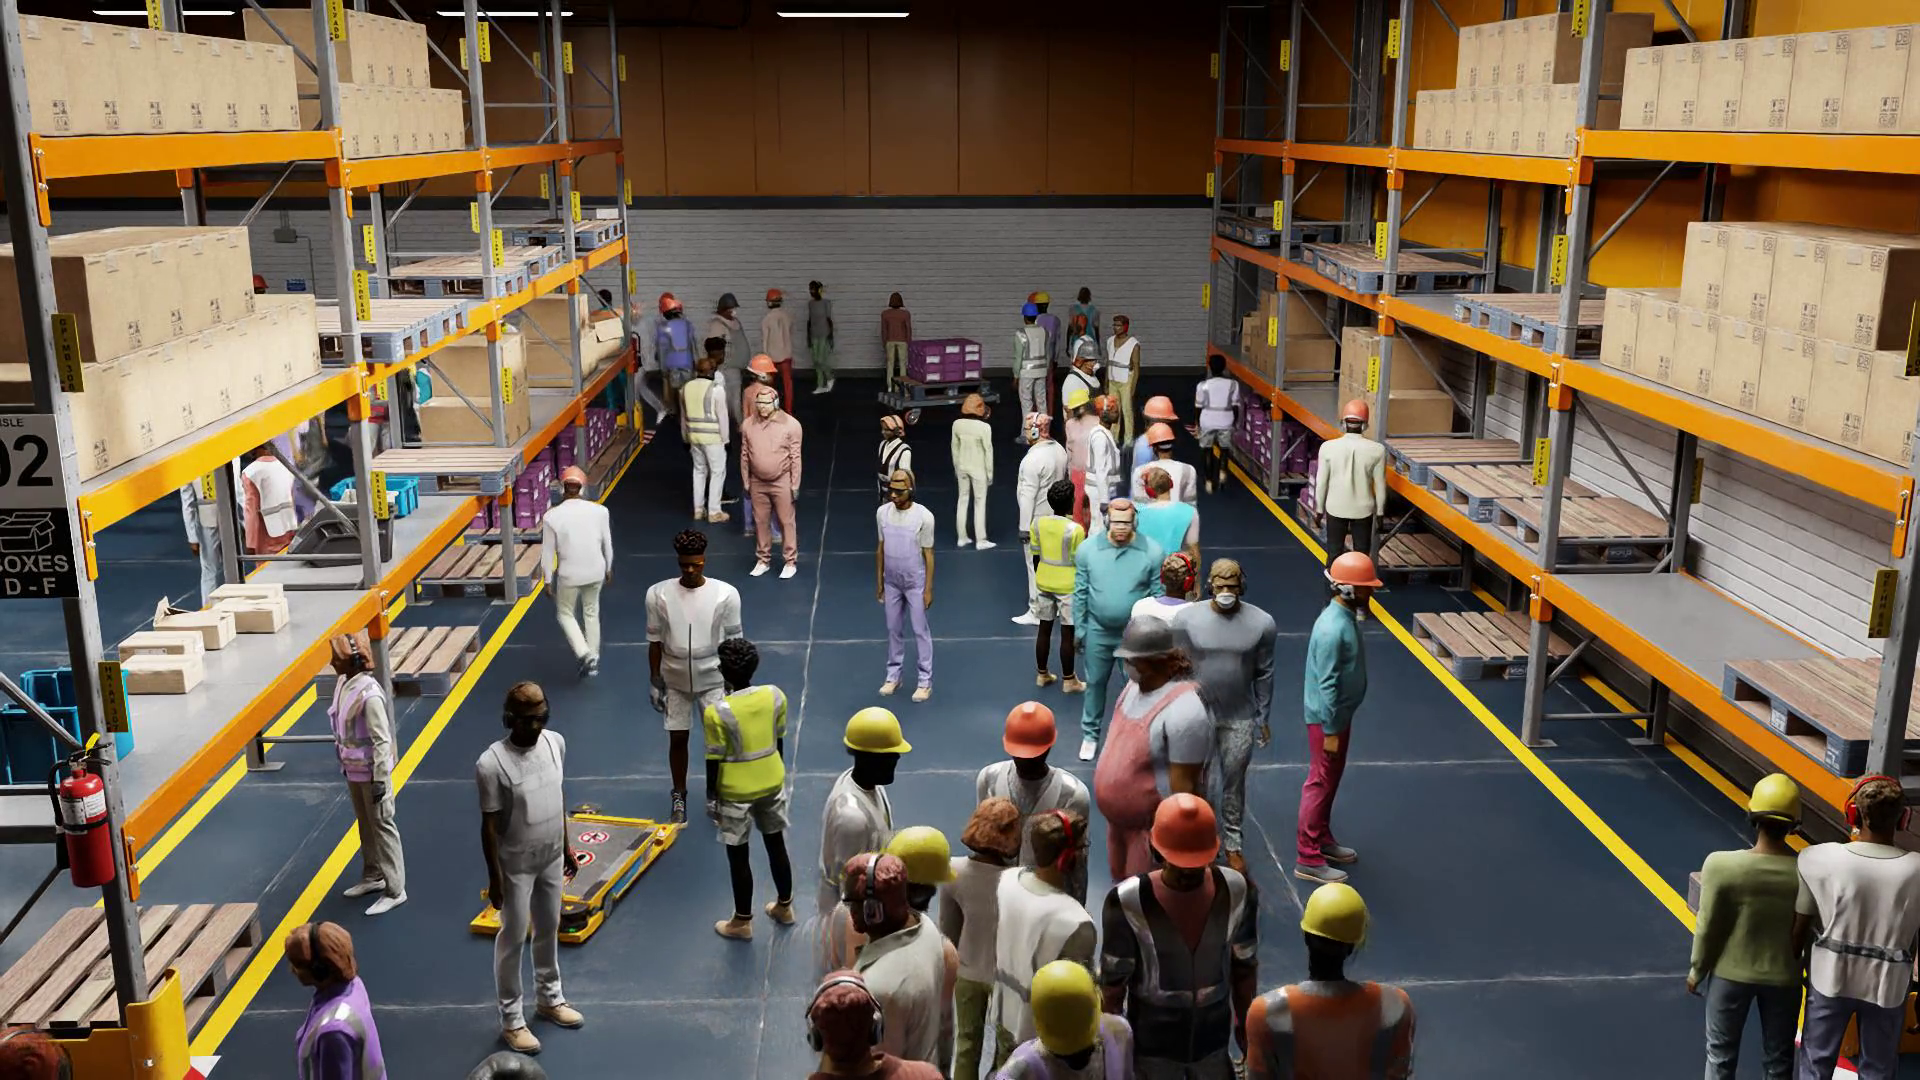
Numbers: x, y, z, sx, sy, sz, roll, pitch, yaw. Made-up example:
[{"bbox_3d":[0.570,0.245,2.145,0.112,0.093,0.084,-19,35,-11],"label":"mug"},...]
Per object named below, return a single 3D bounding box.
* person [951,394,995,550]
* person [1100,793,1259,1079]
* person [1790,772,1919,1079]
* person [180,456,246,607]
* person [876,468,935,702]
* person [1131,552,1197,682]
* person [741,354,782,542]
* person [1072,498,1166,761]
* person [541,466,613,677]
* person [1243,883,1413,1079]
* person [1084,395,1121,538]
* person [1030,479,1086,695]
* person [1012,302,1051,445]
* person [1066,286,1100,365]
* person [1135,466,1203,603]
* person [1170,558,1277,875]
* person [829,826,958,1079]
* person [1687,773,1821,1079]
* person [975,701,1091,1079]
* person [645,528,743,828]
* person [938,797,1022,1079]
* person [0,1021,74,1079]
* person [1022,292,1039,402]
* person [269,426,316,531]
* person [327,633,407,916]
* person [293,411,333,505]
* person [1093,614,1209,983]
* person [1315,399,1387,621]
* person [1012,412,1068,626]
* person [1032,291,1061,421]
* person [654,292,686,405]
[{"bbox_3d":[0.139,-0.714,17.335,0.507,1.631,0.268,10,17,34],"label":"person"},{"bbox_3d":[0.836,1.898,6.303,0.615,2.029,0.409,-3,15,-11],"label":"person"},{"bbox_3d":[3.687,1.856,6.847,0.560,1.836,0.393,7,16,24],"label":"person"},{"bbox_3d":[-6.437,-0.103,14.398,0.410,1.908,0.598,8,16,28],"label":"person"},{"bbox_3d":[-0.423,0.340,12.803,0.502,1.837,0.349,8,16,27],"label":"person"},{"bbox_3d":[1.306,0.984,10.250,0.563,1.843,0.389,10,17,34],"label":"person"},{"bbox_3d":[-2.102,-0.976,17.645,0.395,1.992,0.621,-8,17,-30],"label":"person"},{"bbox_3d":[1.098,0.631,11.537,0.649,1.899,0.399,3,15,12],"label":"person"},{"bbox_3d":[-3.050,0.268,13.309,0.606,1.710,0.512,-9,17,-30],"label":"person"},{"bbox_3d":[1.282,2.085,5.915,0.590,1.853,1.058,1,14,3],"label":"person"},{"bbox_3d":[1.356,-0.437,15.748,0.355,1.883,0.572,1,14,4],"label":"person"},{"bbox_3d":[0.774,0.364,12.976,0.504,1.697,0.317,12,19,40],"label":"person"},{"bbox_3d":[0.977,-2.287,22.880,0.602,1.949,0.396,-9,17,-31],"label":"person"},{"bbox_3d":[1.934,-3.061,26.136,0.532,1.834,0.484,0,14,-1],"label":"person"},{"bbox_3d":[1.590,0.323,12.892,0.605,1.813,0.458,7,16,25],"label":"person"},{"bbox_3d":[1.537,1.042,9.830,0.627,1.940,0.373,1,14,3],"label":"person"},{"bbox_3d":[-0.293,1.983,6.262,0.611,1.880,0.840,9,17,32],"label":"person"},{"bbox_3d":[3.372,1.836,7.061,0.533,1.767,0.326,3,15,12],"label":"person"},{"bbox_3d":[0.310,1.636,7.528,0.544,1.929,0.387,6,15,22],"label":"person"},{"bbox_3d":[-1.664,0.870,10.481,0.599,1.958,0.372,-1,14,-2],"label":"person"},{"bbox_3d":[0.144,1.881,7.147,0.498,1.633,0.278,7,16,27],"label":"person"},{"bbox_3d":[-2.643,2.313,4.955,0.598,1.881,0.341,-13,19,-42],"label":"person"},{"bbox_3d":[1.173,-3.008,26.098,0.327,1.753,0.563,6,15,21],"label":"person"},{"bbox_3d":[-7.319,-0.971,17.984,0.447,1.817,0.536,-9,17,-32],"label":"person"},{"bbox_3d":[-3.357,1.306,9.393,0.311,1.638,0.523,-12,18,-38],"label":"person"},{"bbox_3d":[-7.497,-1.243,19.052,0.529,1.819,0.646,-14,20,-43],"label":"person"},{"bbox_3d":[0.986,1.334,8.481,0.632,2.000,0.702,-5,15,-20],"label":"person"},{"bbox_3d":[3.487,-0.267,14.859,0.623,1.992,0.396,4,15,14],"label":"person"},{"bbox_3d":[0.697,-0.192,14.759,0.399,1.900,0.644,8,16,29],"label":"person"},{"bbox_3d":[1.210,-2.705,24.593,0.586,1.921,0.385,-8,16,-28],"label":"person"},{"bbox_3d":[-4.544,-3.000,26.061,0.563,1.755,0.323,-11,18,-38],"label":"person"}]
